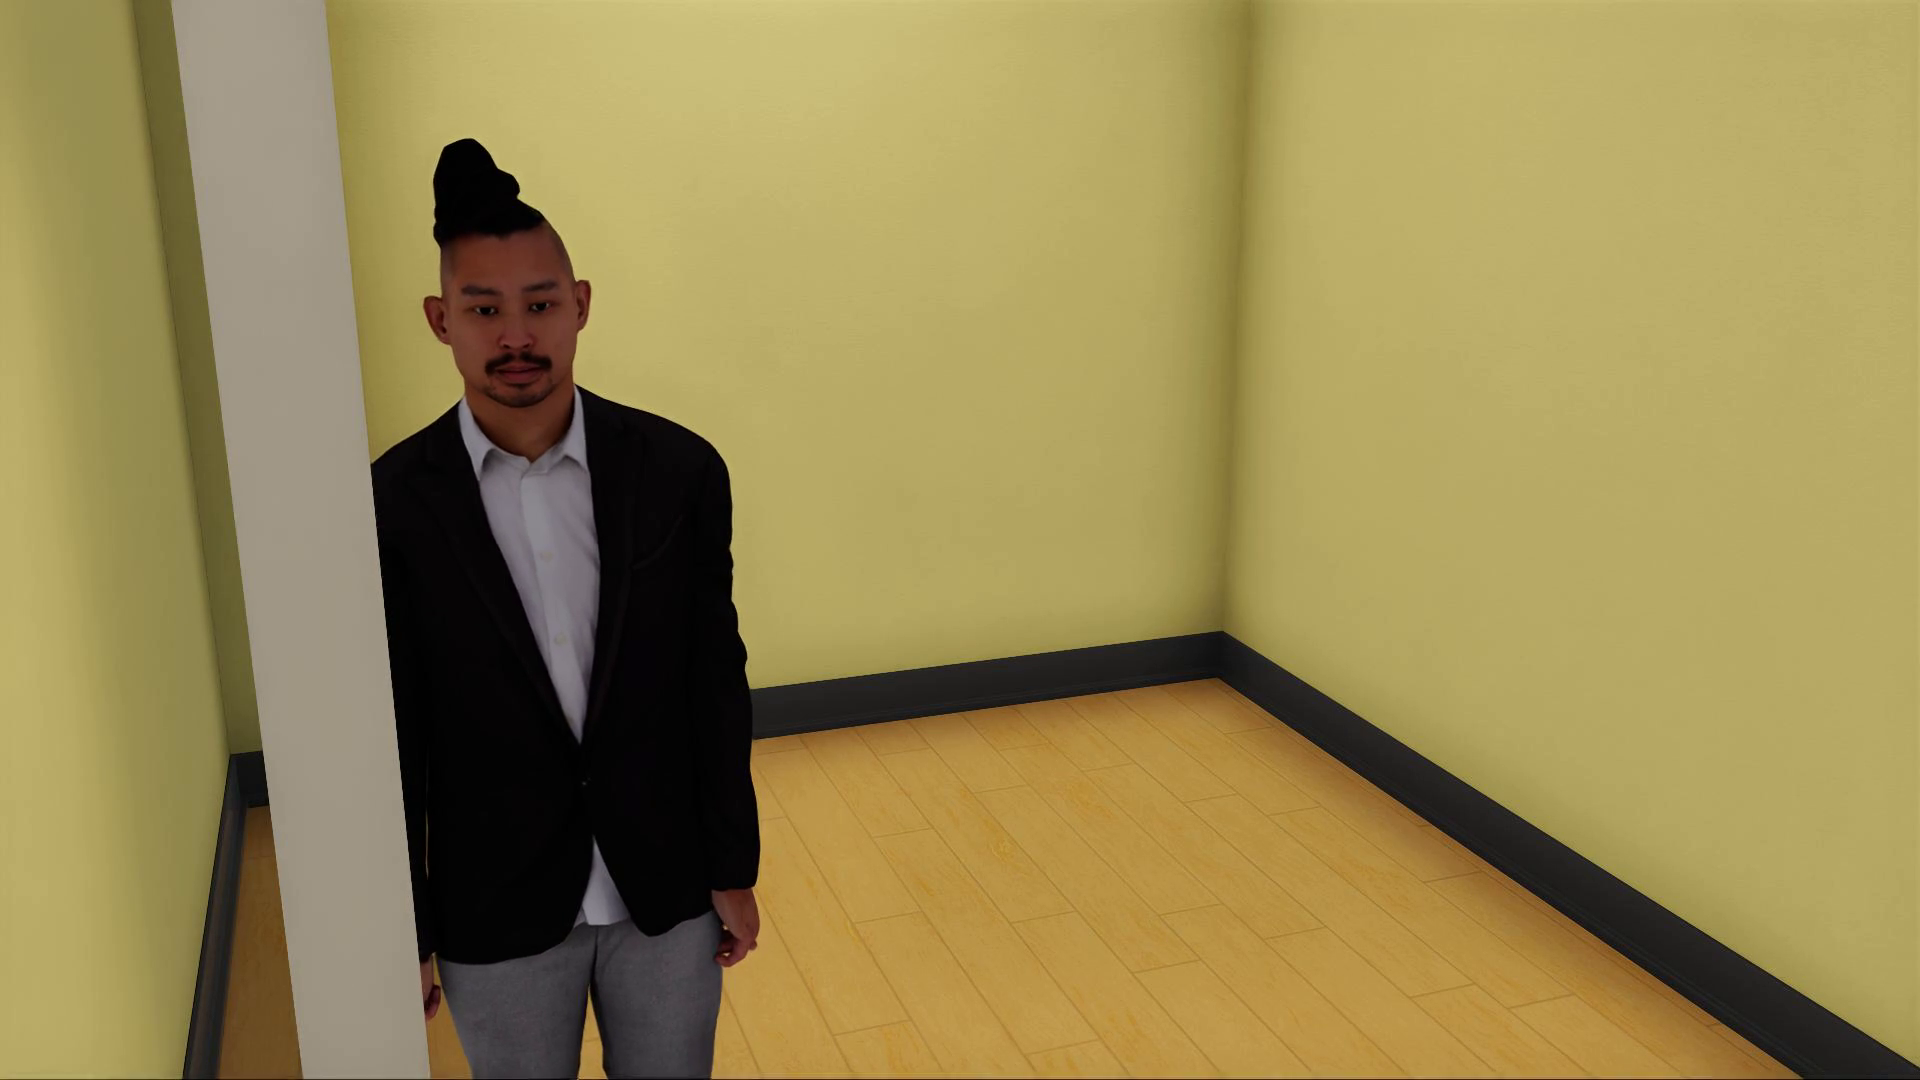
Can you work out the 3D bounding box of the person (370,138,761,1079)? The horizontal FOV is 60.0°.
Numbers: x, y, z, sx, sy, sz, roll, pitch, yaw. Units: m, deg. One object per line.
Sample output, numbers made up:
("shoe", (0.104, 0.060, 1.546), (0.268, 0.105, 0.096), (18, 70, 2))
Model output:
("person", (-0.553, 0.432, 2.346), (0.530, 1.952, 0.765), (-6, 17, -21))
